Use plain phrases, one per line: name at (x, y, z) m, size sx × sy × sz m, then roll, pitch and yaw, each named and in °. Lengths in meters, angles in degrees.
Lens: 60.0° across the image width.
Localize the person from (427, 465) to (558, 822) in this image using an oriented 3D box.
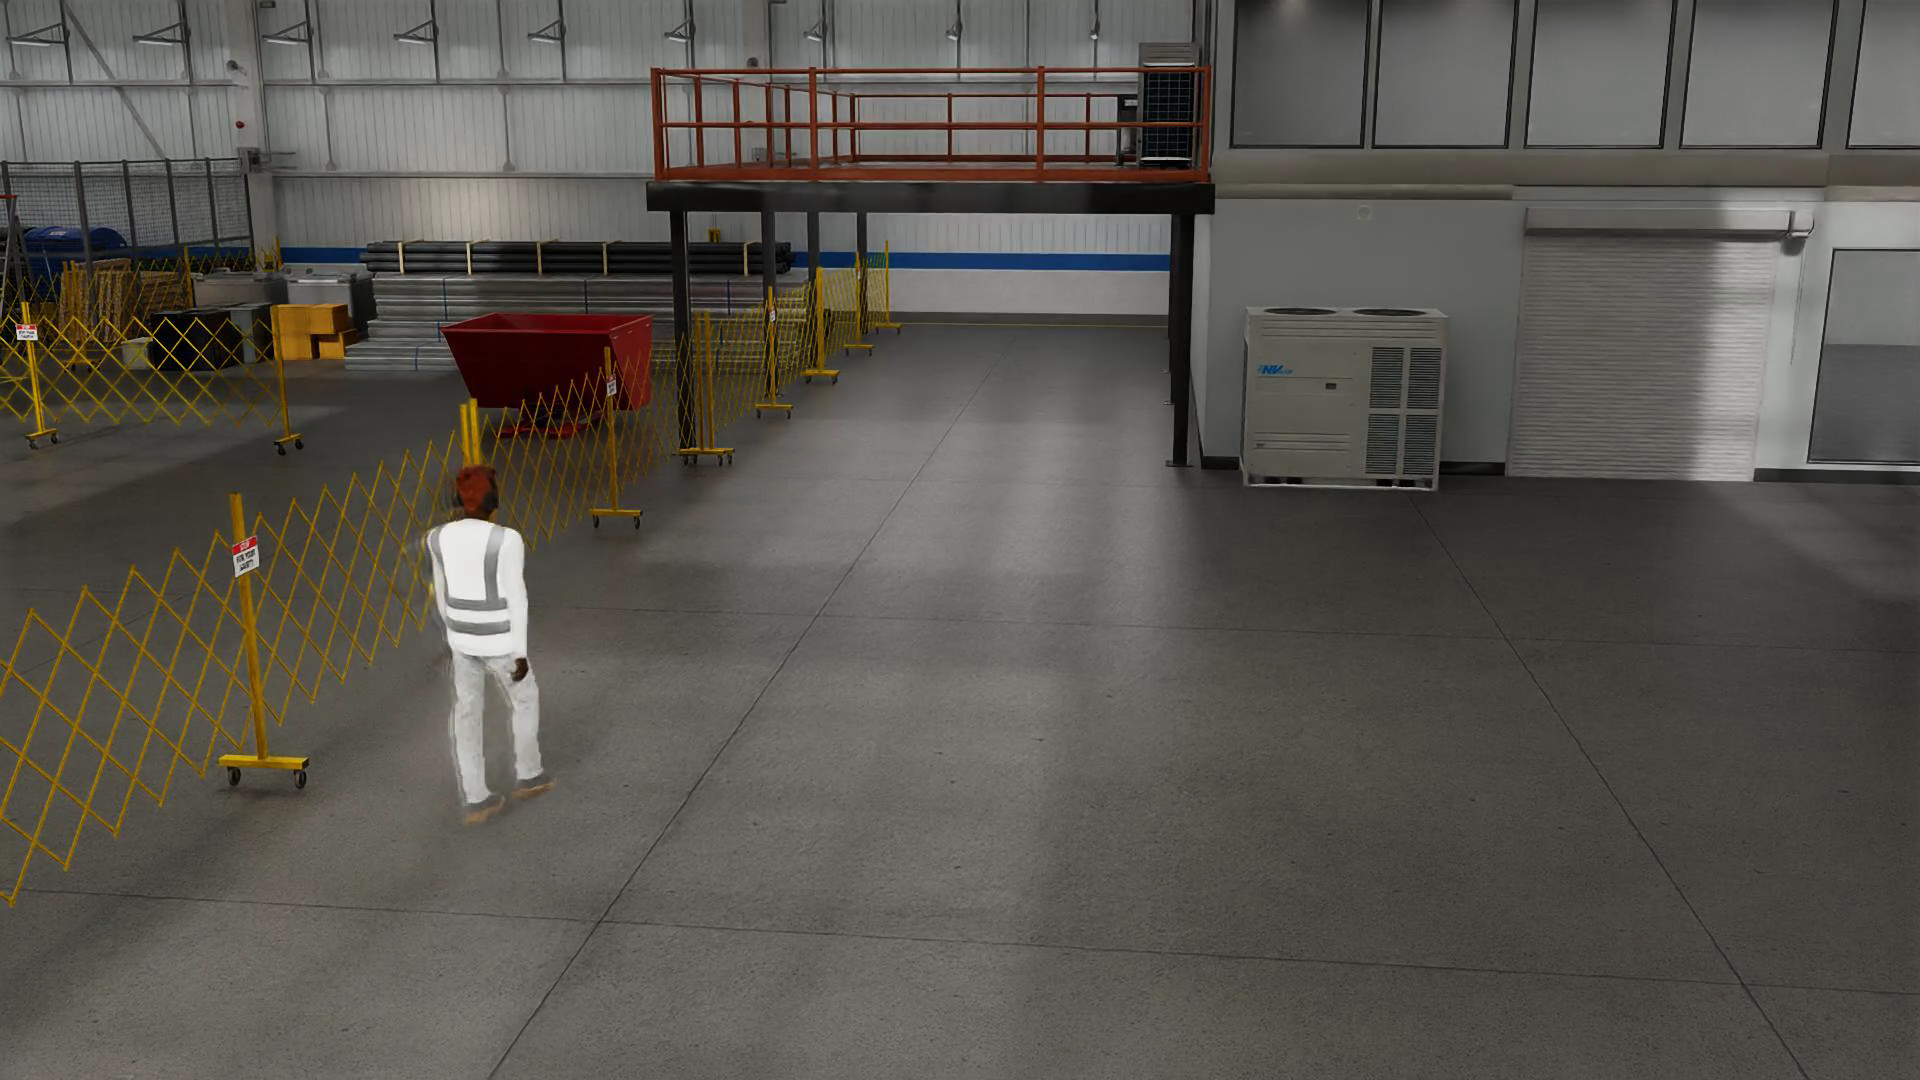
person at (-2.455, 0.512, 8.803) m, size 0.594 × 1.859 × 0.772 m, roll 4°, pitch 14°, yaw 17°
